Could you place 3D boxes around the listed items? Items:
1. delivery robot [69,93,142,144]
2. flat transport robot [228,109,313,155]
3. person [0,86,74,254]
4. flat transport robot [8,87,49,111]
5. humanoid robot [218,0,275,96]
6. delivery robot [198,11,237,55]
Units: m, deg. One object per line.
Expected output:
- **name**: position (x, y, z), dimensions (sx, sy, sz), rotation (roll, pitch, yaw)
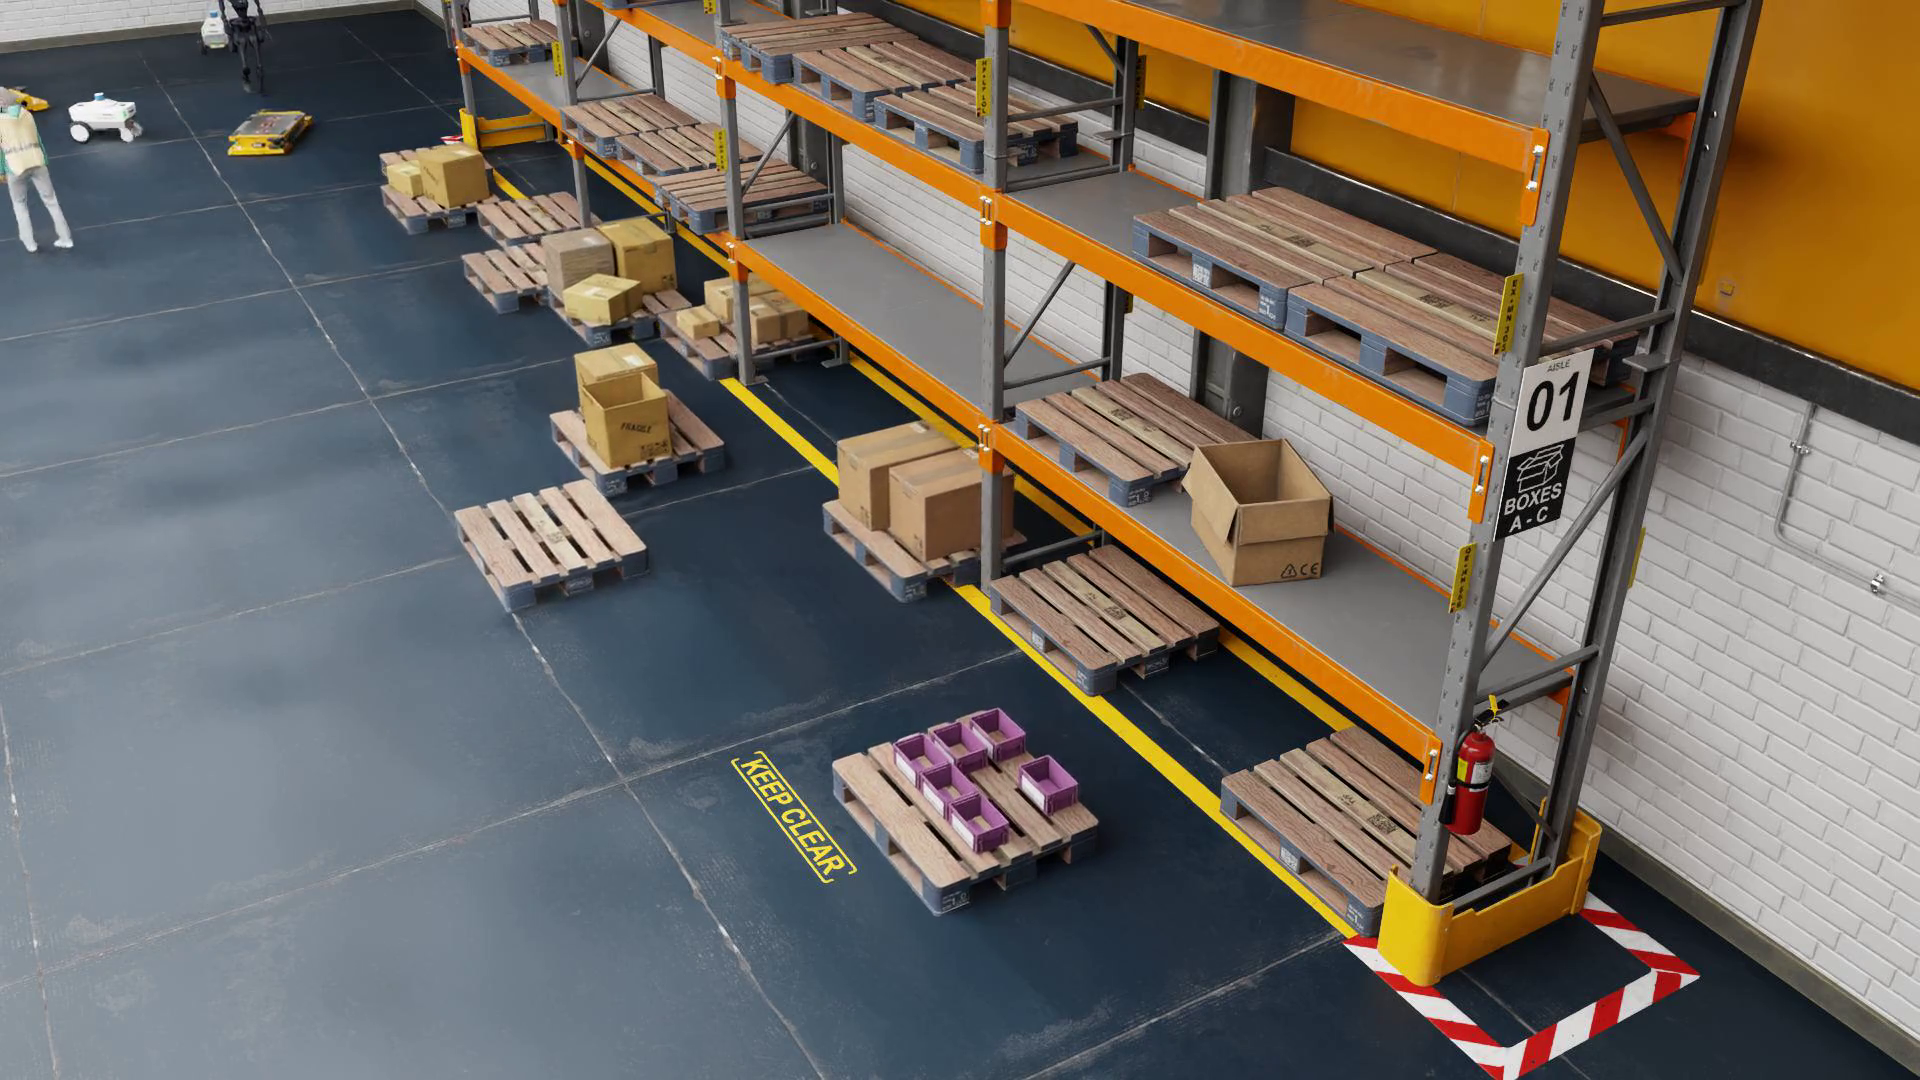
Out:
- **delivery robot**: position (-10.573, -5.213, 20.540), dimensions (0.793, 0.590, 0.499), rotation (-1, 30, -1)
- **flat transport robot**: position (-8.501, -5.033, 20.517), dimensions (0.659, 0.231, 1.431), rotation (-3, 30, -5)
- **person**: position (-9.392, -3.713, 16.733), dimensions (0.410, 1.695, 0.504), rotation (23, 37, 35)
- **flat transport robot**: position (-12.635, -5.558, 21.443), dimensions (0.659, 0.231, 1.431), rotation (20, 35, 32)
- **humanoid robot**: position (-9.478, -6.749, 22.119), dimensions (0.602, 1.651, 0.380), rotation (-23, 37, -35)
- **delivery robot**: position (-10.973, -7.485, 24.569), dimensions (0.499, 0.608, 0.786), rotation (-8, 30, -13)
